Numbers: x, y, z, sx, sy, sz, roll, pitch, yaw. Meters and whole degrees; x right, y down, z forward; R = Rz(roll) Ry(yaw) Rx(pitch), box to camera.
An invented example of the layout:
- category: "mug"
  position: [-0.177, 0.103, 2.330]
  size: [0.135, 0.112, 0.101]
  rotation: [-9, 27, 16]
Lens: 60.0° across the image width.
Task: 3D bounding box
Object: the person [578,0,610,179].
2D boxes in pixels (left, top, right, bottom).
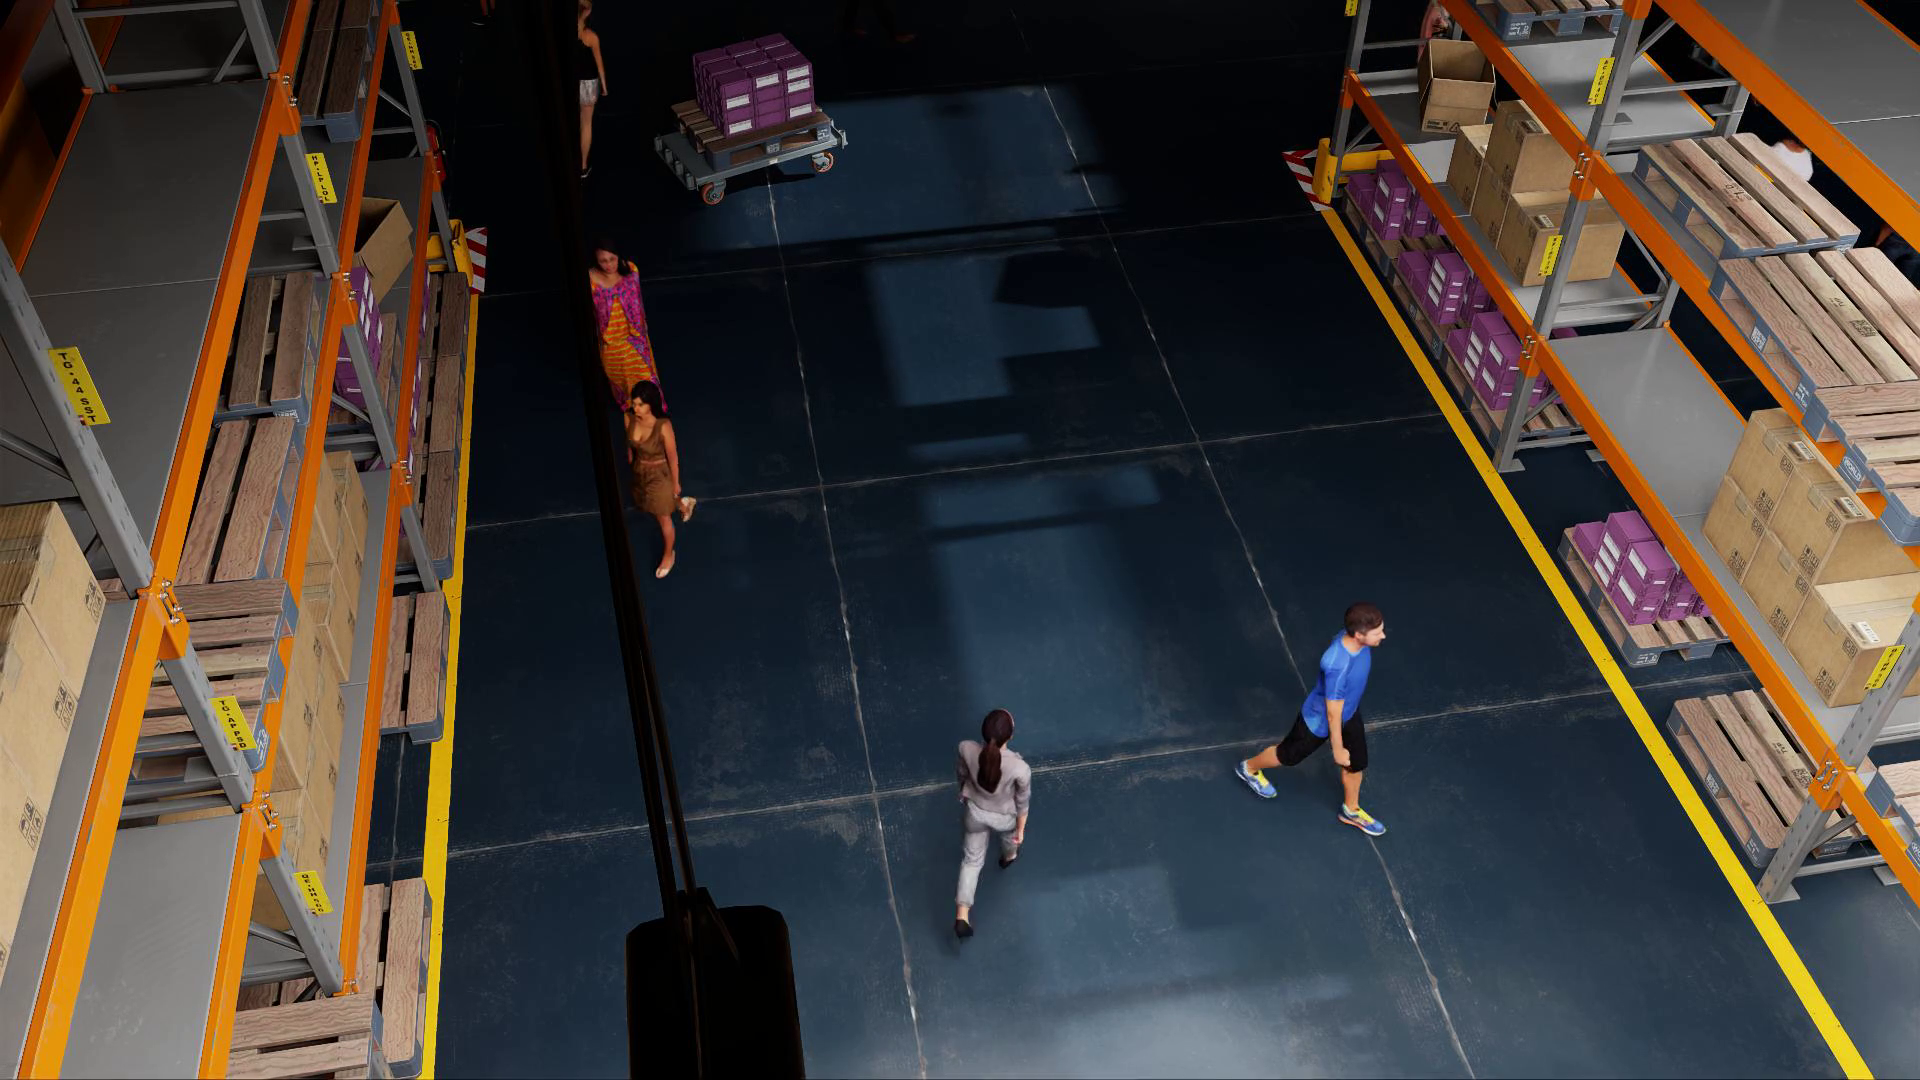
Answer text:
- category: "person"
  position: [-3.525, -4.152, 15.381]
  size: [0.742, 1.813, 0.750]
  rotation: [2, 44, 2]

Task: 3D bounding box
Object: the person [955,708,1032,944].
- category: "person"
  position: [0.145, 1.618, 9.448]
  size: [0.993, 1.641, 1.187]
  rotation: [15, 46, 15]

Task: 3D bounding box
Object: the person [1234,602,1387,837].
- category: "person"
  position: [2.108, 1.028, 9.933]
  size: [1.242, 1.827, 1.146]
  rotation: [28, 50, 26]

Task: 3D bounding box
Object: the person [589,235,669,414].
- category: "person"
  position: [-2.663, -1.684, 12.909]
  size: [0.791, 1.649, 0.969]
  rotation: [-18, 47, -18]

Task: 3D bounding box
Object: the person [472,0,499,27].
- category: "person"
  position: [-5.203, -6.178, 17.908]
  size: [0.629, 1.260, 0.542]
  rotation: [14, 45, 14]

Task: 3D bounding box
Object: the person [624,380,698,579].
- category: "person"
  position: [-2.086, -0.488, 11.633]
  size: [0.850, 1.677, 0.935]
  rotation: [21, 48, 21]

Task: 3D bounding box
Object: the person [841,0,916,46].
- category: "person"
  position: [-1.044, -6.049, 17.445]
  size: [1.070, 1.711, 1.174]
  rotation: [12, 45, 12]
